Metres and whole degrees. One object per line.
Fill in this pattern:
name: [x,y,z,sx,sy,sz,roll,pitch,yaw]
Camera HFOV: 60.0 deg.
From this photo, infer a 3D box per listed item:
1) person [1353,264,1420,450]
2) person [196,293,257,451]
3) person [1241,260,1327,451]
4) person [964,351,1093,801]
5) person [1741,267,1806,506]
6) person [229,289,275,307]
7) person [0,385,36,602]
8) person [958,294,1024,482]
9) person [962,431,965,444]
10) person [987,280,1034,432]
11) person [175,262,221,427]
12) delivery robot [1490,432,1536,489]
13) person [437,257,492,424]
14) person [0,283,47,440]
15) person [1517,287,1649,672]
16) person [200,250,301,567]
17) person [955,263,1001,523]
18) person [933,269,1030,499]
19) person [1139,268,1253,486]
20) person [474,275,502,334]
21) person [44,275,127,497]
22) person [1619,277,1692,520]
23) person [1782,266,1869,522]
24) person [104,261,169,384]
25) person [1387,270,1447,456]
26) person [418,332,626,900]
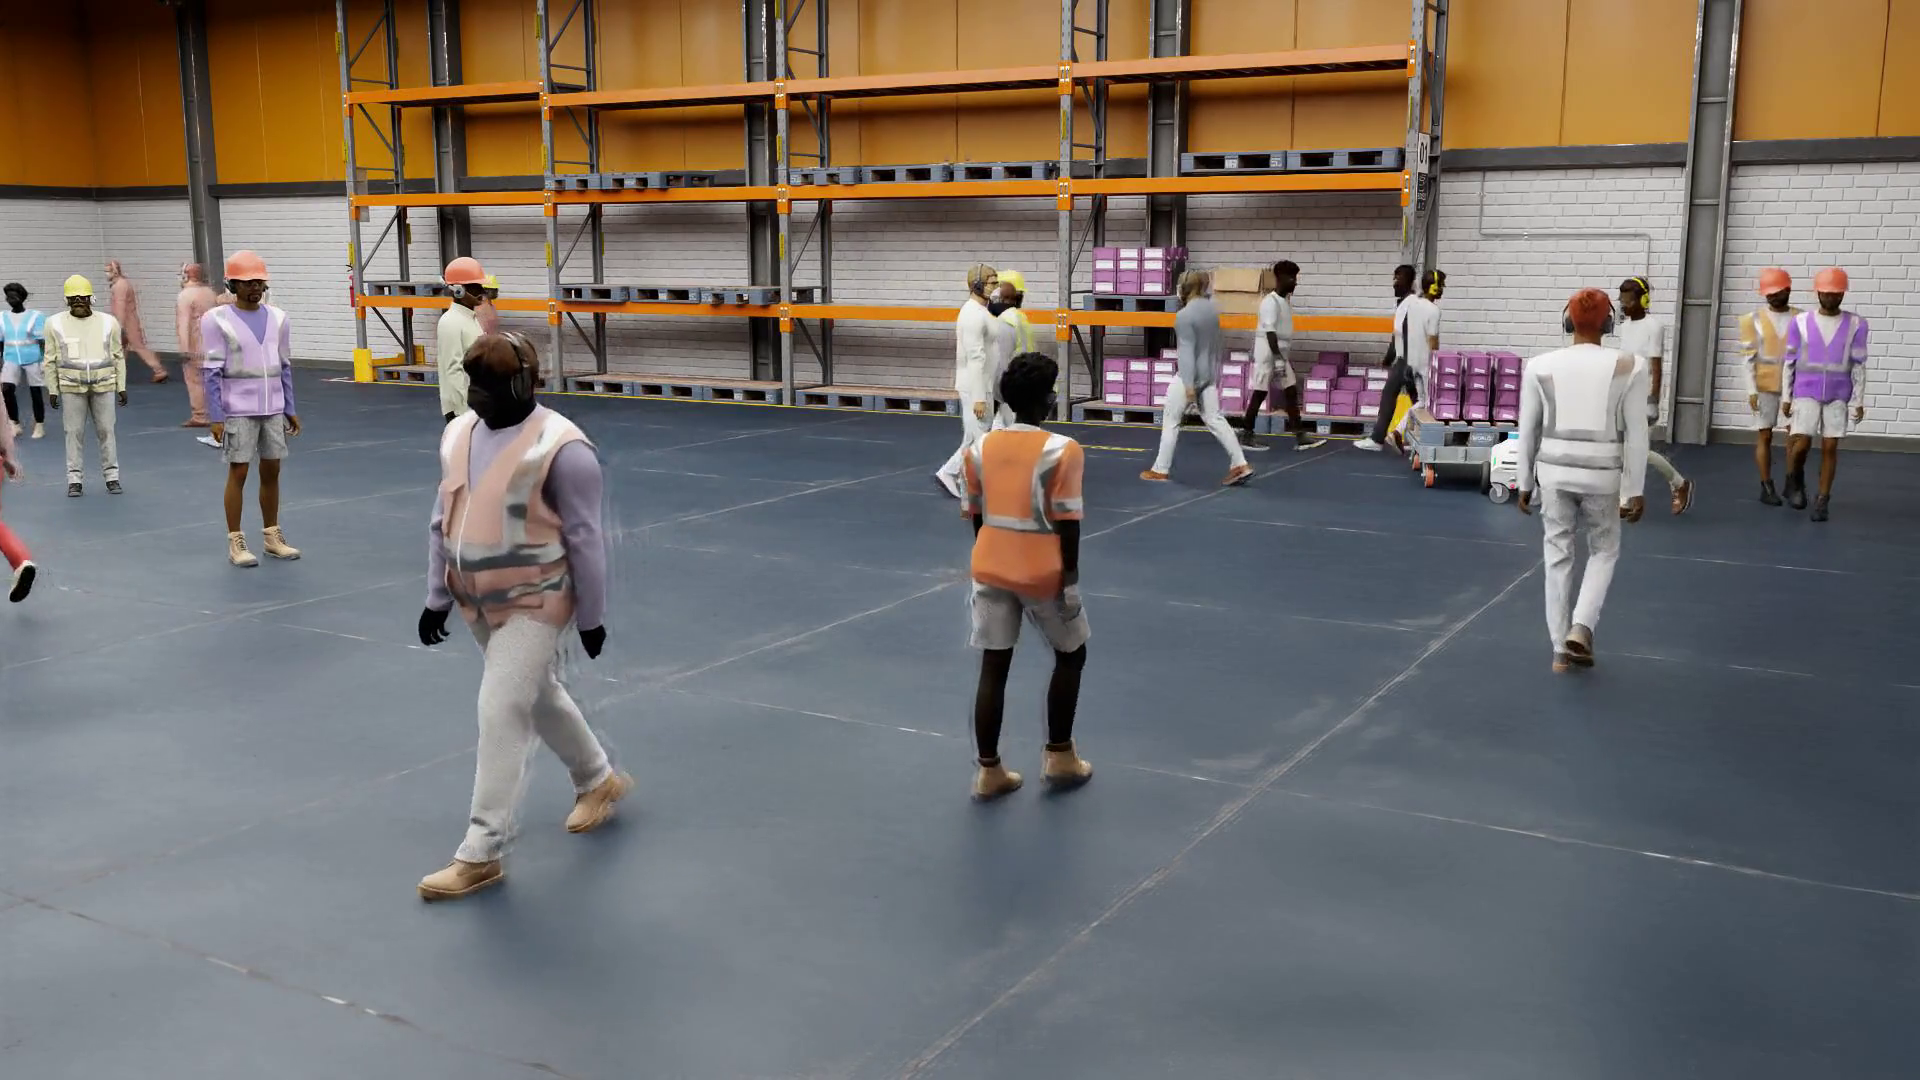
person: [4.390,-1.822,16.759,0.893,1.878,0.666,3,10,16]
person: [-7.346,-1.675,16.747,0.836,1.594,0.515,-1,10,-5]
person: [3.250,-1.832,16.682,0.932,1.920,0.621,7,12,33]
person: [0.276,0.130,6.275,0.552,1.671,0.633,7,12,36]
person: [6.462,-1.204,13.181,0.551,1.903,0.535,3,10,14]
person: [-8.993,-2.621,21.326,0.708,1.860,0.622,7,12,35]
person: [-5.575,-0.441,9.389,0.652,1.733,0.530,6,12,31]
person: [0.421,-1.373,14.385,0.958,1.827,0.505,0,10,0]
person: [0.402,-1.522,15.304,0.918,1.789,0.579,-2,10,-11]
person: [0.510,-1.158,13.255,0.807,1.809,0.638,1,10,8]
person: [-8.681,-2.219,18.997,0.514,1.892,0.646,1,10,4]
delivery robot: [4.507,-0.639,13.554,0.477,0.478,0.707,3,11,17]
person: [-3.261,-0.870,11.051,0.381,1.994,0.617,-1,10,-5]
person: [-9.986,-1.886,17.709,0.539,1.682,0.525,-2,10,-10]
person: [2.997,-0.279,8.040,0.606,1.871,0.414,5,11,27]
person: [-4.576,-0.852,10.815,0.391,2.041,0.615,7,12,34]
person: [0.143,-1.095,12.482,0.357,1.938,0.638,0,10,1]
person: [0.249,-1.252,13.527,0.905,1.893,0.596,-1,10,-8]
person: [2.088,-1.404,14.408,1.044,1.891,0.617,9,13,41]
person: [-5.439,-2.211,19.397,0.850,1.734,0.539,2,10,12]
person: [-7.249,-1.277,13.814,0.601,1.830,0.404,-6,12,-31]
person: [5.178,-1.047,12.478,0.647,1.844,0.558,-2,10,-13]
person: [6.499,-1.095,12.524,0.563,1.921,0.528,4,11,24]
person: [-12.440,-3.239,24.908,1.005,1.858,0.691,-5,11,-25]
person: [4.441,-1.675,16.043,0.480,1.841,0.557,-4,11,-20]
person: [-1.456,0.201,5.567,0.621,1.803,0.957,7,12,35]
